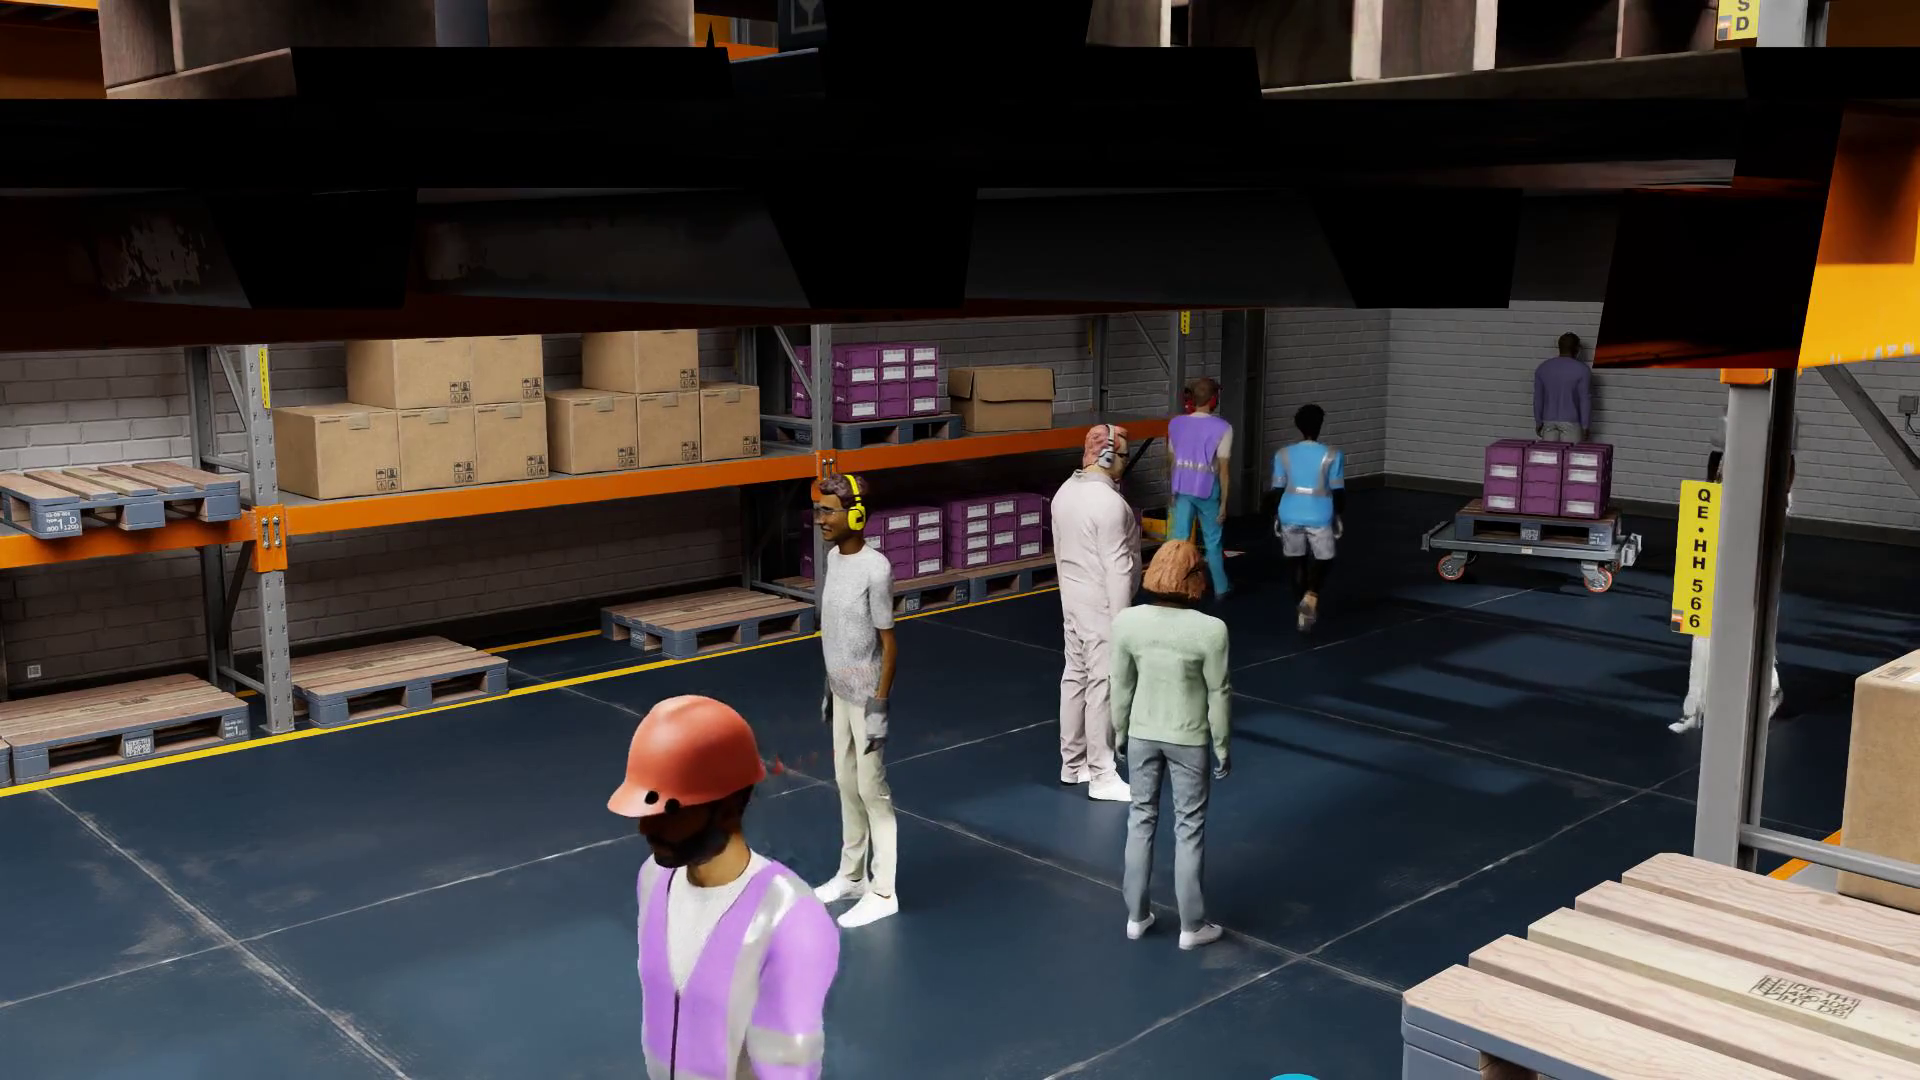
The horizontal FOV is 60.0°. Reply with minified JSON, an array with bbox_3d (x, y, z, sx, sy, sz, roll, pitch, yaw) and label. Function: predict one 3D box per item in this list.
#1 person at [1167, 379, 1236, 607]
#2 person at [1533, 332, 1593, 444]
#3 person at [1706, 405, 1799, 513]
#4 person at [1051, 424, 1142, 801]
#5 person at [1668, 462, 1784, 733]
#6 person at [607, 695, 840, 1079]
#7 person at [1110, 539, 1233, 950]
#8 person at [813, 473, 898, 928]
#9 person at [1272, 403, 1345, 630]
[{"bbox_3d":[1.867,-0.355,12.950,0.585,1.793,0.992,7,12,34],"label":"person"},{"bbox_3d":[6.394,-1.233,17.664,0.350,1.935,0.635,-8,13,-41],"label":"person"},{"bbox_3d":[6.124,-0.424,12.912,0.609,1.938,0.481,3,10,15],"label":"person"},{"bbox_3d":[0.719,0.363,8.431,0.407,1.902,0.639,-4,10,-22],"label":"person"},{"bbox_3d":[4.503,0.308,9.629,0.830,1.597,0.505,-5,11,-29],"label":"person"},{"bbox_3d":[-0.521,1.249,3.216,0.546,1.914,0.722,8,12,39],"label":"person"},{"bbox_3d":[0.839,0.806,6.613,0.507,1.631,0.266,6,11,29],"label":"person"},{"bbox_3d":[-0.436,0.650,6.833,0.330,1.872,0.512,-5,11,-29],"label":"person"},{"bbox_3d":[2.500,-0.151,12.047,0.533,1.676,0.525,5,11,26],"label":"person"}]
